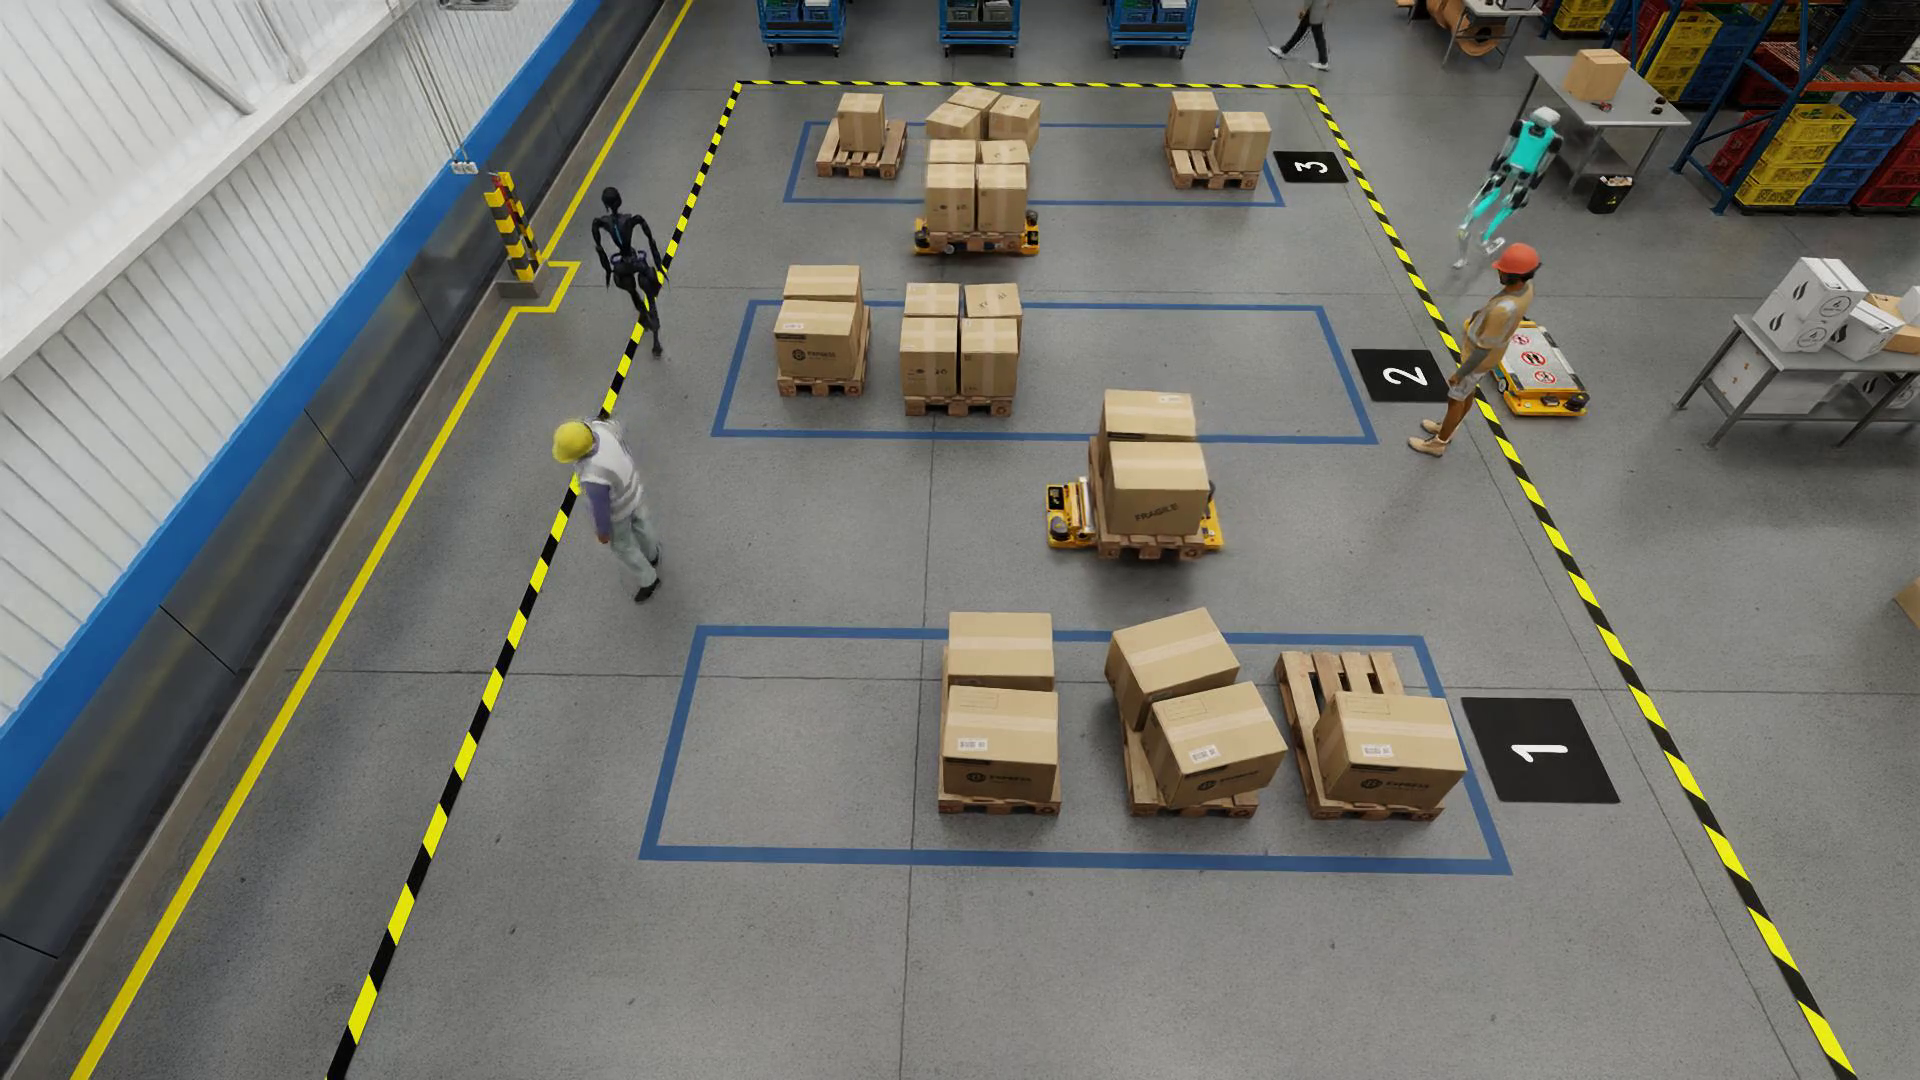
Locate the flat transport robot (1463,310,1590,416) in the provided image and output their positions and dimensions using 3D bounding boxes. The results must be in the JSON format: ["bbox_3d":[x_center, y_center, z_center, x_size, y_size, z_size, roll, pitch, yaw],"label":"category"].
[{"bbox_3d":[5.573,-1.757,9.054,0.659,0.231,1.431,1,49,1],"label":"flat transport robot"}]

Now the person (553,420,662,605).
[{"bbox_3d":[-2.562,-0.316,6.813,0.406,1.788,0.706,-2,49,-1],"label":"person"}]

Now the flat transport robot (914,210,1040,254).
[{"bbox_3d":[0.198,-3.580,10.613,1.431,0.197,0.652,1,49,1],"label":"flat transport robot"}]

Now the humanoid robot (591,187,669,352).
[{"bbox_3d":[-3.183,-2.618,8.901,0.601,1.640,0.770,-7,50,-6],"label":"humanoid robot"}]

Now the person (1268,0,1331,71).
[{"bbox_3d":[5.133,-7.792,13.273,0.986,1.775,0.646,26,54,21],"label":"person"}]

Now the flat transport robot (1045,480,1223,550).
[{"bbox_3d":[1.454,-0.236,7.719,1.431,0.197,0.652,1,49,1],"label":"flat transport robot"}]

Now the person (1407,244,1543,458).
[{"bbox_3d":[4.332,-1.553,7.712,0.389,2.034,0.605,36,58,27],"label":"person"}]

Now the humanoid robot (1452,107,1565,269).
[{"bbox_3d":[5.729,-3.638,9.714,1.046,1.739,0.558,-33,57,-25],"label":"humanoid robot"}]
